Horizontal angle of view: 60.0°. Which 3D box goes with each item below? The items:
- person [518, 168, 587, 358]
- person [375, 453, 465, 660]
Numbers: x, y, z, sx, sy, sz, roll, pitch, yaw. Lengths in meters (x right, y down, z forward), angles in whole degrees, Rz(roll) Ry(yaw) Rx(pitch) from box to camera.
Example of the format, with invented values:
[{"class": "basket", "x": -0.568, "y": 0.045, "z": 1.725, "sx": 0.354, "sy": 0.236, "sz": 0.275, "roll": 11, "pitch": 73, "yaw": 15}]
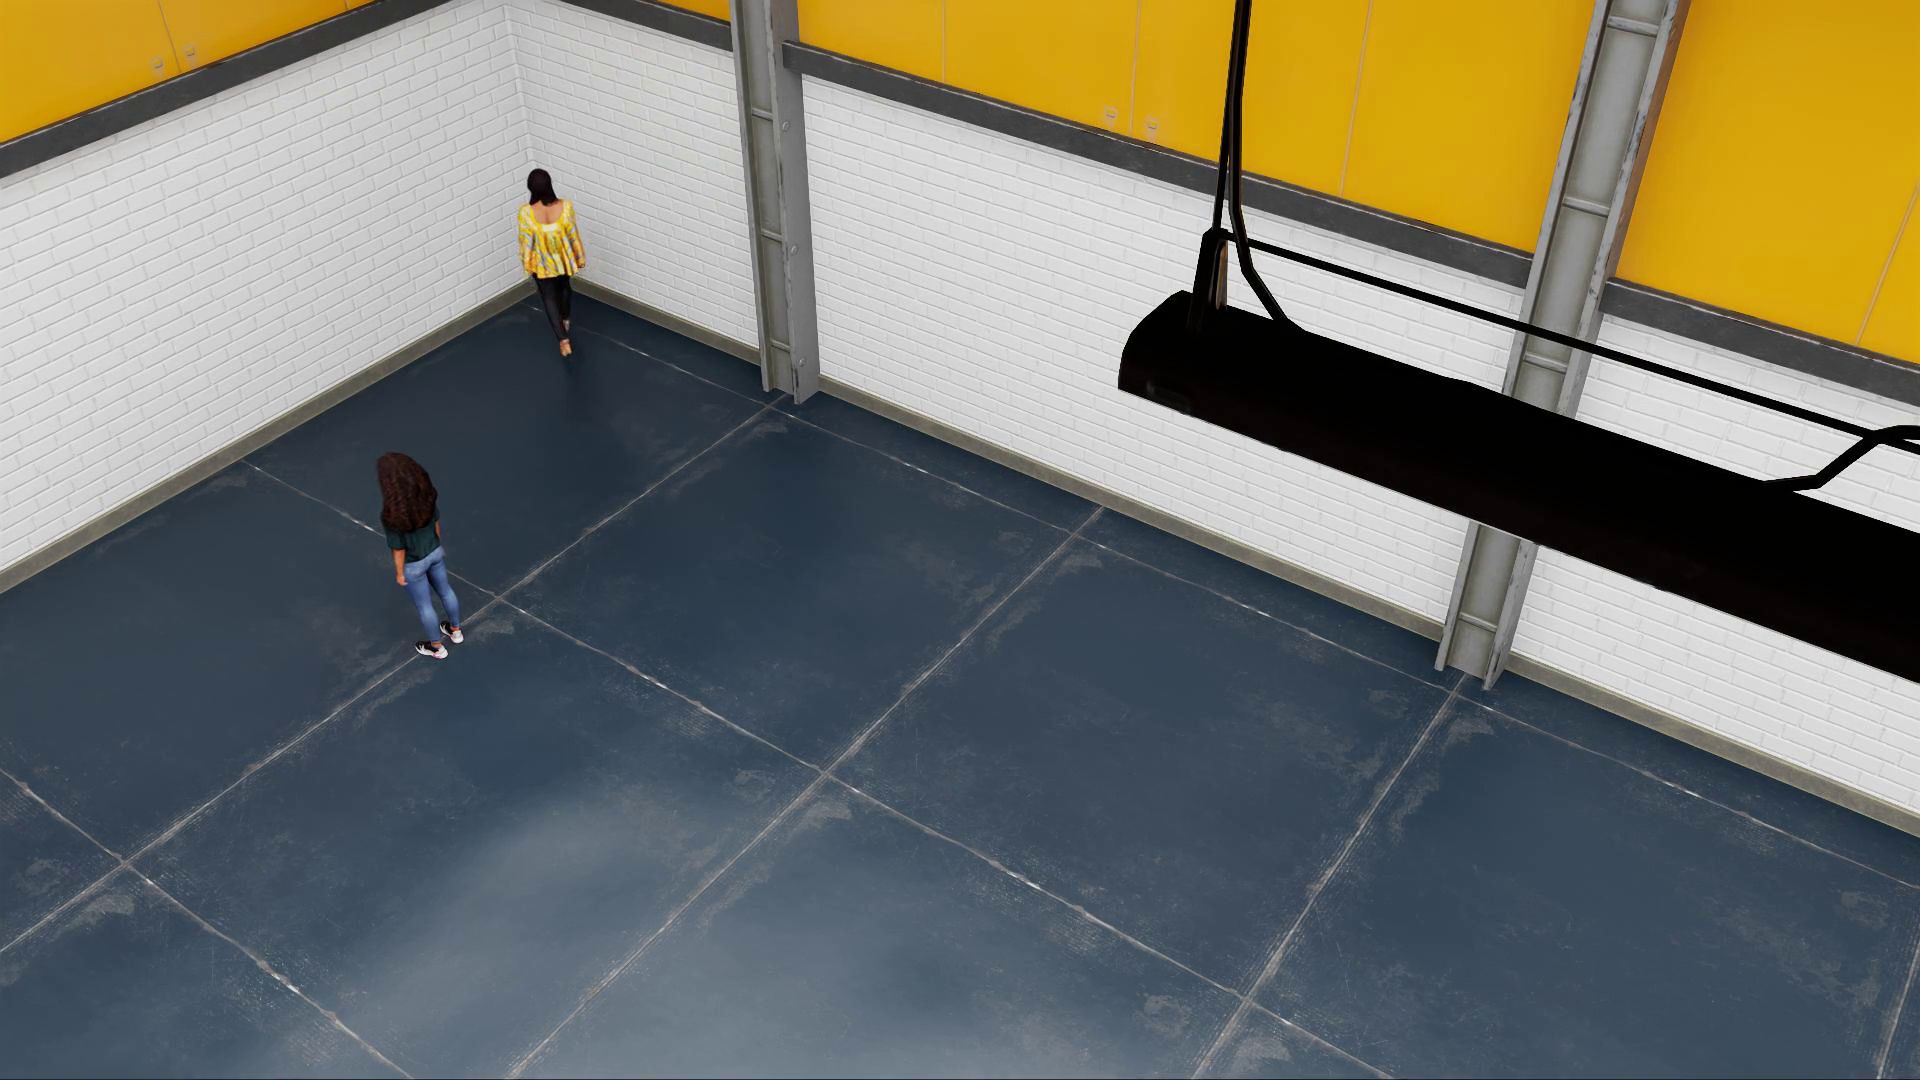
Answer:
[{"class": "person", "x": -3.446, "y": -2.324, "z": 14.082, "sx": 0.994, "sy": 1.624, "sz": 1.147, "roll": -18, "pitch": 42, "yaw": -21}, {"class": "person", "x": -3.593, "y": 0.100, "z": 11.053, "sx": 0.588, "sy": 1.616, "sz": 0.596, "roll": 22, "pitch": 43, "yaw": 25}]
